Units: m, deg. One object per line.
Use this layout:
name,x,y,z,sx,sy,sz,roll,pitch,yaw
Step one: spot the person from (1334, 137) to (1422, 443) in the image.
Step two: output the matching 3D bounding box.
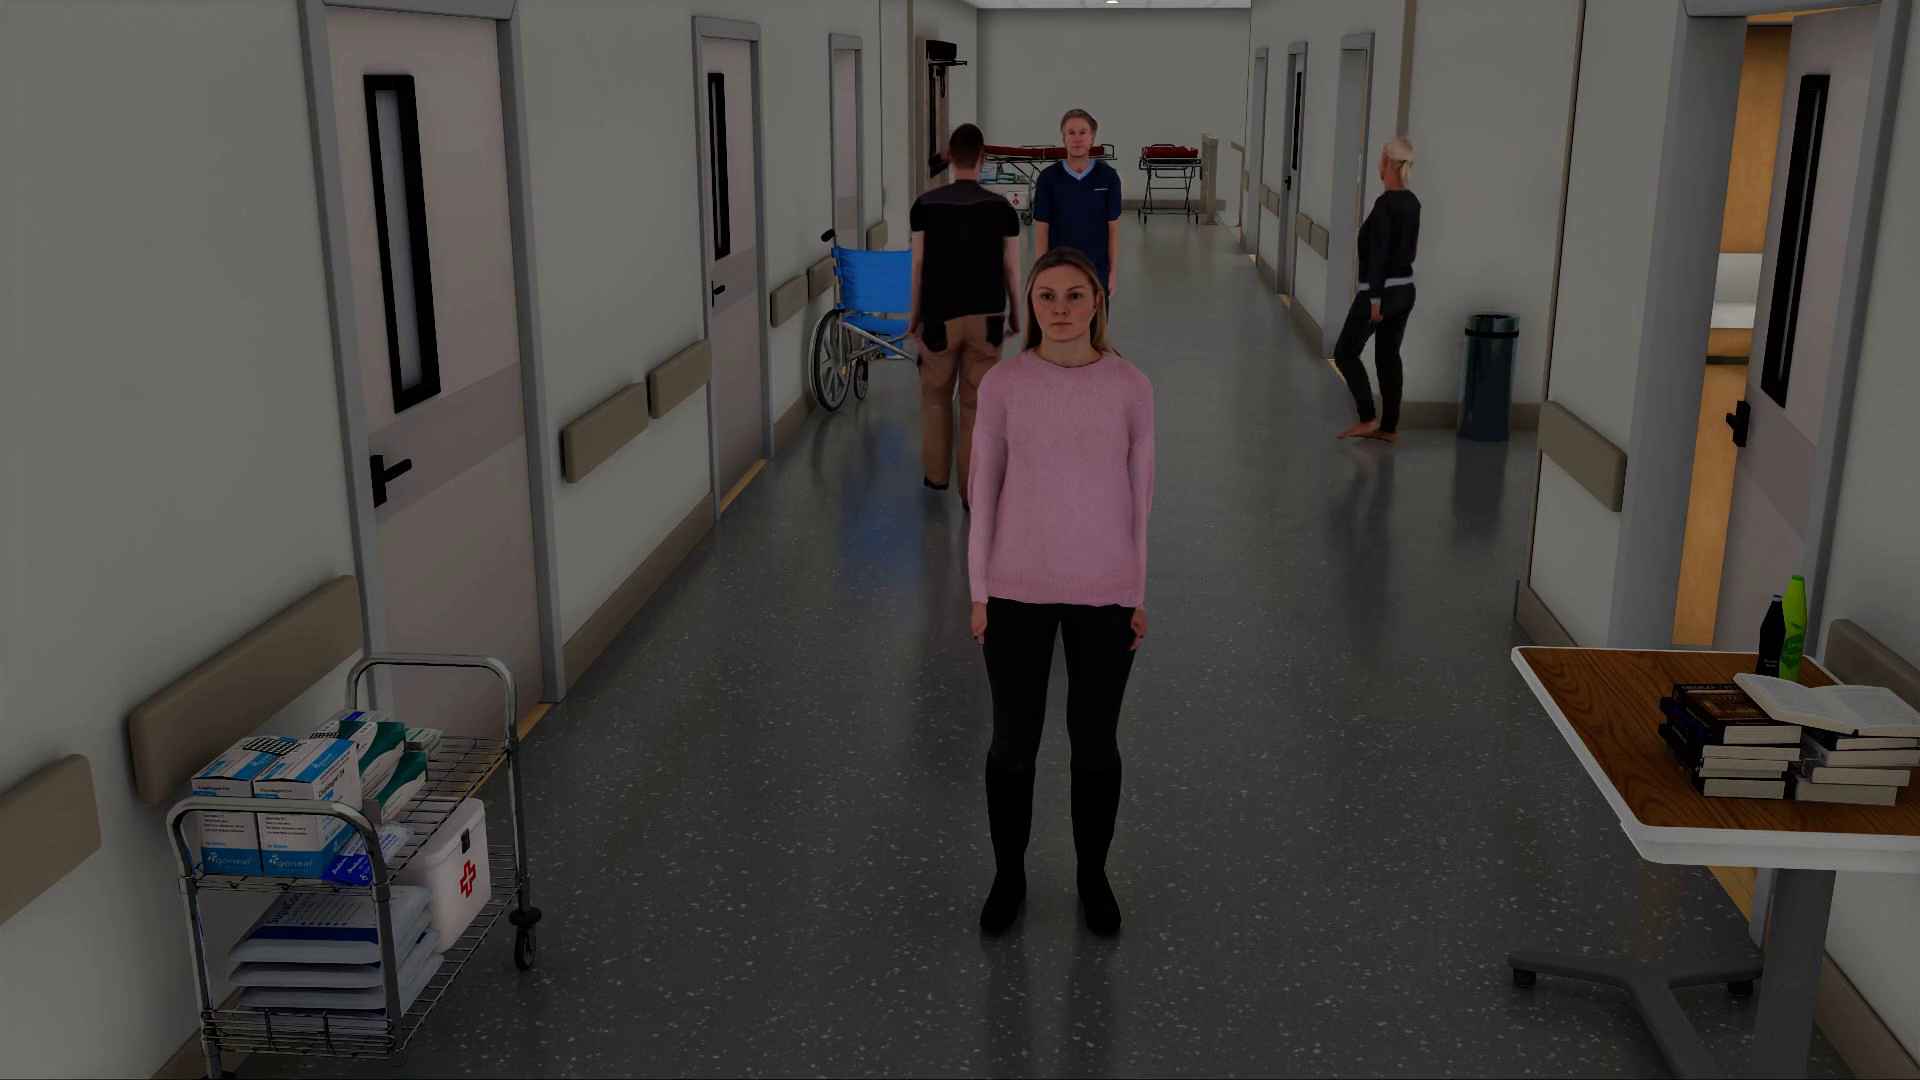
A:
person,2.485,-1.391,9.412,0.790,1.706,0.714,13,20,39

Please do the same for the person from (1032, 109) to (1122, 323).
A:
person,0.653,-1.493,9.472,0.688,1.872,0.587,-1,16,-3

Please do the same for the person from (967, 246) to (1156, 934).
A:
person,0.245,0.131,4.047,0.612,1.688,0.551,0,16,1

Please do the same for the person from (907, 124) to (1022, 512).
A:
person,0.006,-1.037,7.932,0.714,1.829,0.696,0,16,2
